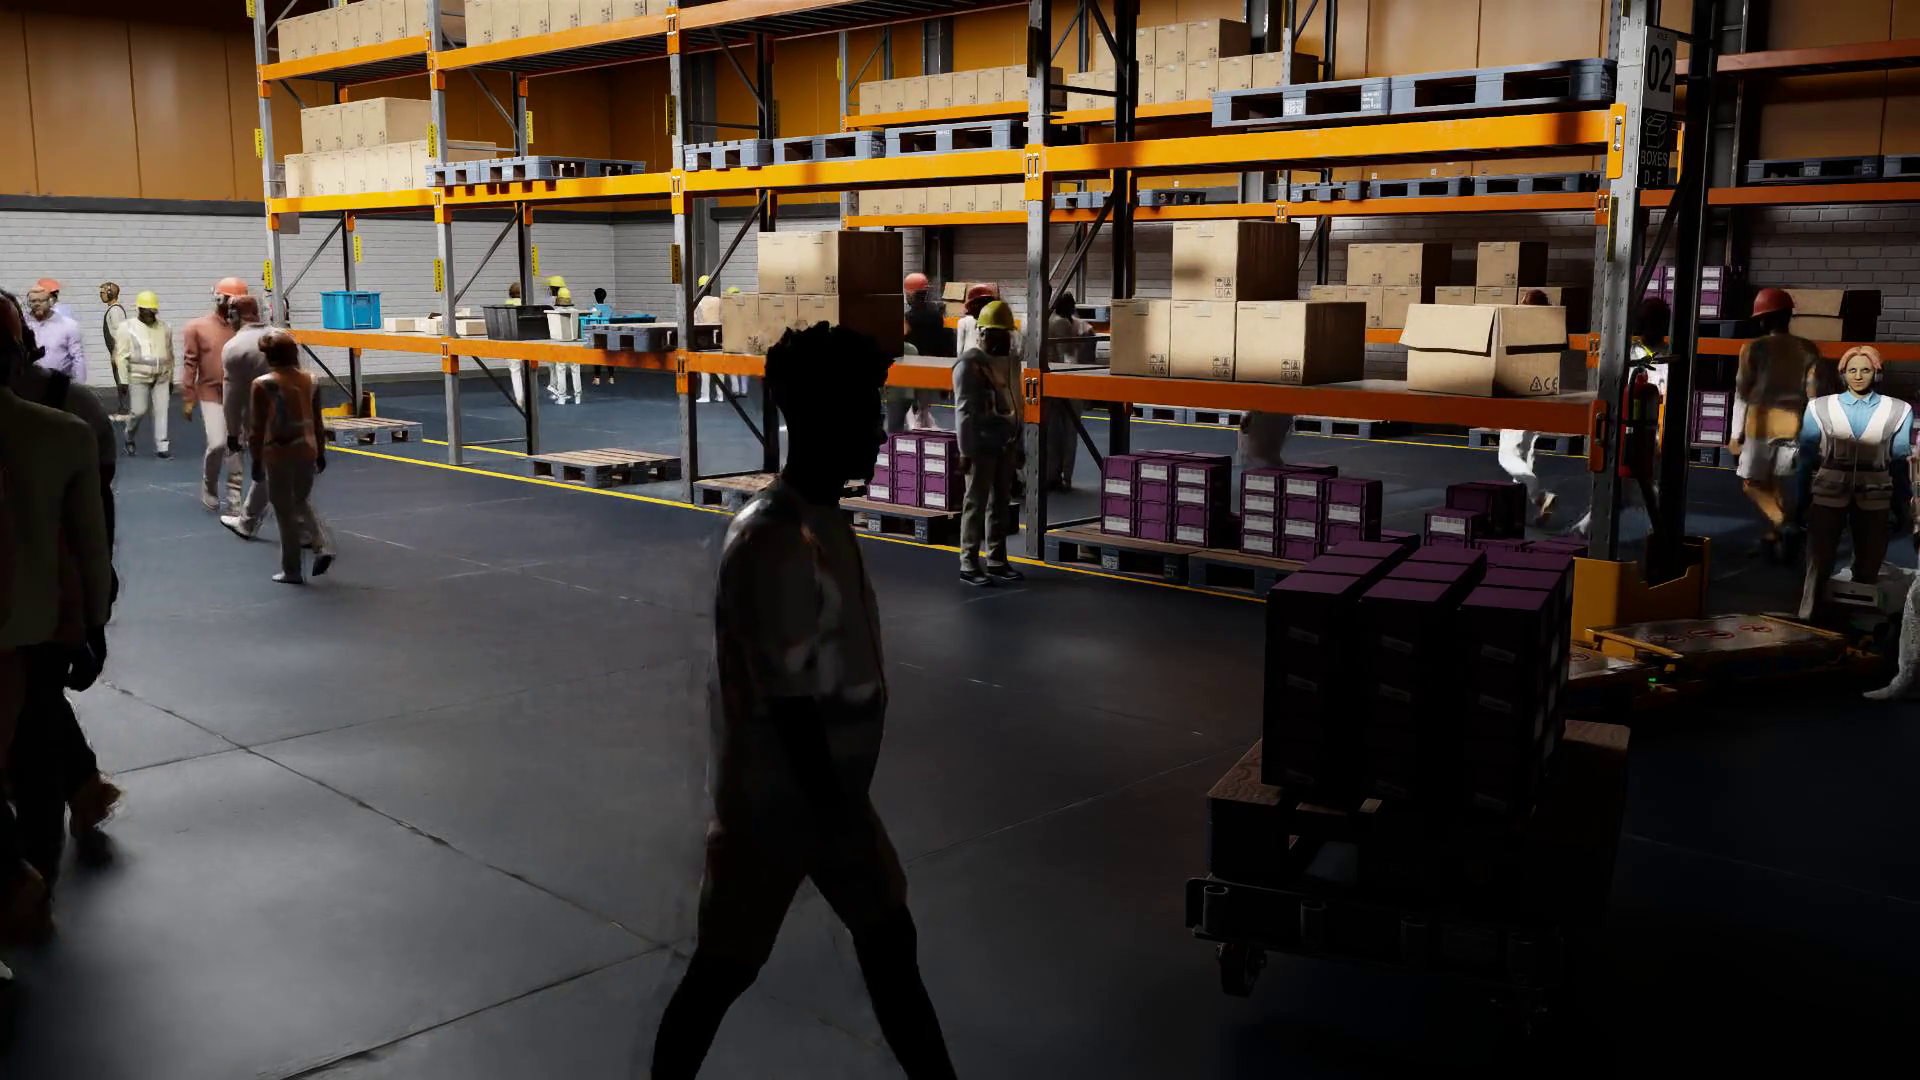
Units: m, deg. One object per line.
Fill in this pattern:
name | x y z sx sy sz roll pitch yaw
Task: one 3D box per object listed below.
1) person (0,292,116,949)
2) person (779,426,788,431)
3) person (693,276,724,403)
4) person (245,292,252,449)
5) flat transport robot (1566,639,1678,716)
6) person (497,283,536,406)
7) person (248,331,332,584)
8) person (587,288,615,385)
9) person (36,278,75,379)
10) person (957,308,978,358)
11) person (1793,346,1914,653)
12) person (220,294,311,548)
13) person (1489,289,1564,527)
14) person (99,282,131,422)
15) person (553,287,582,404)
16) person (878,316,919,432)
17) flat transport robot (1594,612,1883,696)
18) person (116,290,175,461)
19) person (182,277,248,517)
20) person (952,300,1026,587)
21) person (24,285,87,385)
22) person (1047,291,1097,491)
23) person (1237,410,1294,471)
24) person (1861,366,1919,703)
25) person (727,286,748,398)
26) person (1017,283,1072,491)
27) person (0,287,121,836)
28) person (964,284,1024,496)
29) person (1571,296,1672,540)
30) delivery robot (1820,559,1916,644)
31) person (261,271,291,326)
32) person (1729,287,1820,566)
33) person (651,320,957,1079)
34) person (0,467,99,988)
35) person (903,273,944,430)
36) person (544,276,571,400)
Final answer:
person | -2.802 0.246 4.890 0.642 1.976 0.628 -8 12 -42
person | -2.071 -2.285 20.764 0.328 1.867 0.514 8 12 39
person | -3.811 -3.021 25.118 0.588 1.916 0.392 -6 11 -33
person | -8.058 -1.911 18.773 0.328 1.765 0.528 -4 10 -22
flat transport robot | 2.507 0.662 7.565 1.431 0.197 0.652 -5 10 -27
person | -6.533 -2.884 24.586 0.624 1.821 0.473 -4 10 -22
person | -4.306 -0.521 10.648 0.356 1.624 0.541 5 10 27
person | -6.255 -3.547 29.040 0.530 1.689 0.321 -7 12 -37
person | -11.382 -2.354 21.044 0.447 1.913 0.585 1 9 8
person | 0.193 -2.577 23.288 0.497 1.625 0.280 -3 10 -19
person | 4.538 -0.170 8.481 0.524 1.639 0.308 4 10 25
person | -5.091 -0.861 12.118 1.002 1.836 0.686 3 10 18
person | 4.440 -1.013 12.938 0.588 1.870 0.730 -4 10 -22
person | -11.227 -2.496 22.114 0.343 1.846 0.507 -4 10 -25
person | -5.920 -2.906 24.942 0.494 1.743 0.304 -6 11 -32
person | -0.512 -1.300 15.509 0.698 1.604 0.508 6 11 31
flat transport robot | 3.776 0.550 8.250 1.431 0.197 0.652 -4 10 -21
person | -8.644 -1.746 17.652 0.665 1.807 0.603 8 12 39
person | -5.994 -1.160 13.583 0.643 1.956 0.449 -8 12 -42
person | 0.207 -0.617 10.664 0.403 1.823 0.594 7 12 39
person | -8.759 -1.514 16.013 0.651 1.879 0.892 -3 10 -19
person | 0.917 -1.330 15.054 0.645 1.816 0.721 1 9 8
person | 2.385 -0.979 12.561 0.655 1.924 0.521 -9 13 -42
person | 4.611 -0.025 7.661 0.655 1.610 0.525 2 10 14
person | -3.522 -3.096 26.071 0.328 1.772 0.533 9 13 43
person | 0.754 -1.413 15.188 0.354 1.937 0.635 -8 12 -40
person | -3.362 0.034 6.005 0.961 2.000 0.676 5 10 27
person | 0.305 -1.339 14.904 0.501 1.889 0.689 -1 9 -8
person | 4.510 -0.696 11.077 0.594 1.857 0.857 -4 10 -22
delivery robot | 4.795 0.279 8.760 0.477 0.478 0.707 8 12 41
person | -11.286 -3.456 27.400 0.396 2.038 0.614 3 10 18
person | 5.518 -0.742 11.191 0.546 1.910 0.721 -1 9 -6
person | -0.274 0.511 3.463 1.017 1.911 0.608 2 9 11
person | -2.817 0.325 4.752 0.895 1.874 0.648 7 11 35
person | -0.408 -1.649 16.487 0.440 1.983 0.639 7 12 38
person | -6.200 -3.113 25.675 0.411 1.913 0.619 -7 11 -36
